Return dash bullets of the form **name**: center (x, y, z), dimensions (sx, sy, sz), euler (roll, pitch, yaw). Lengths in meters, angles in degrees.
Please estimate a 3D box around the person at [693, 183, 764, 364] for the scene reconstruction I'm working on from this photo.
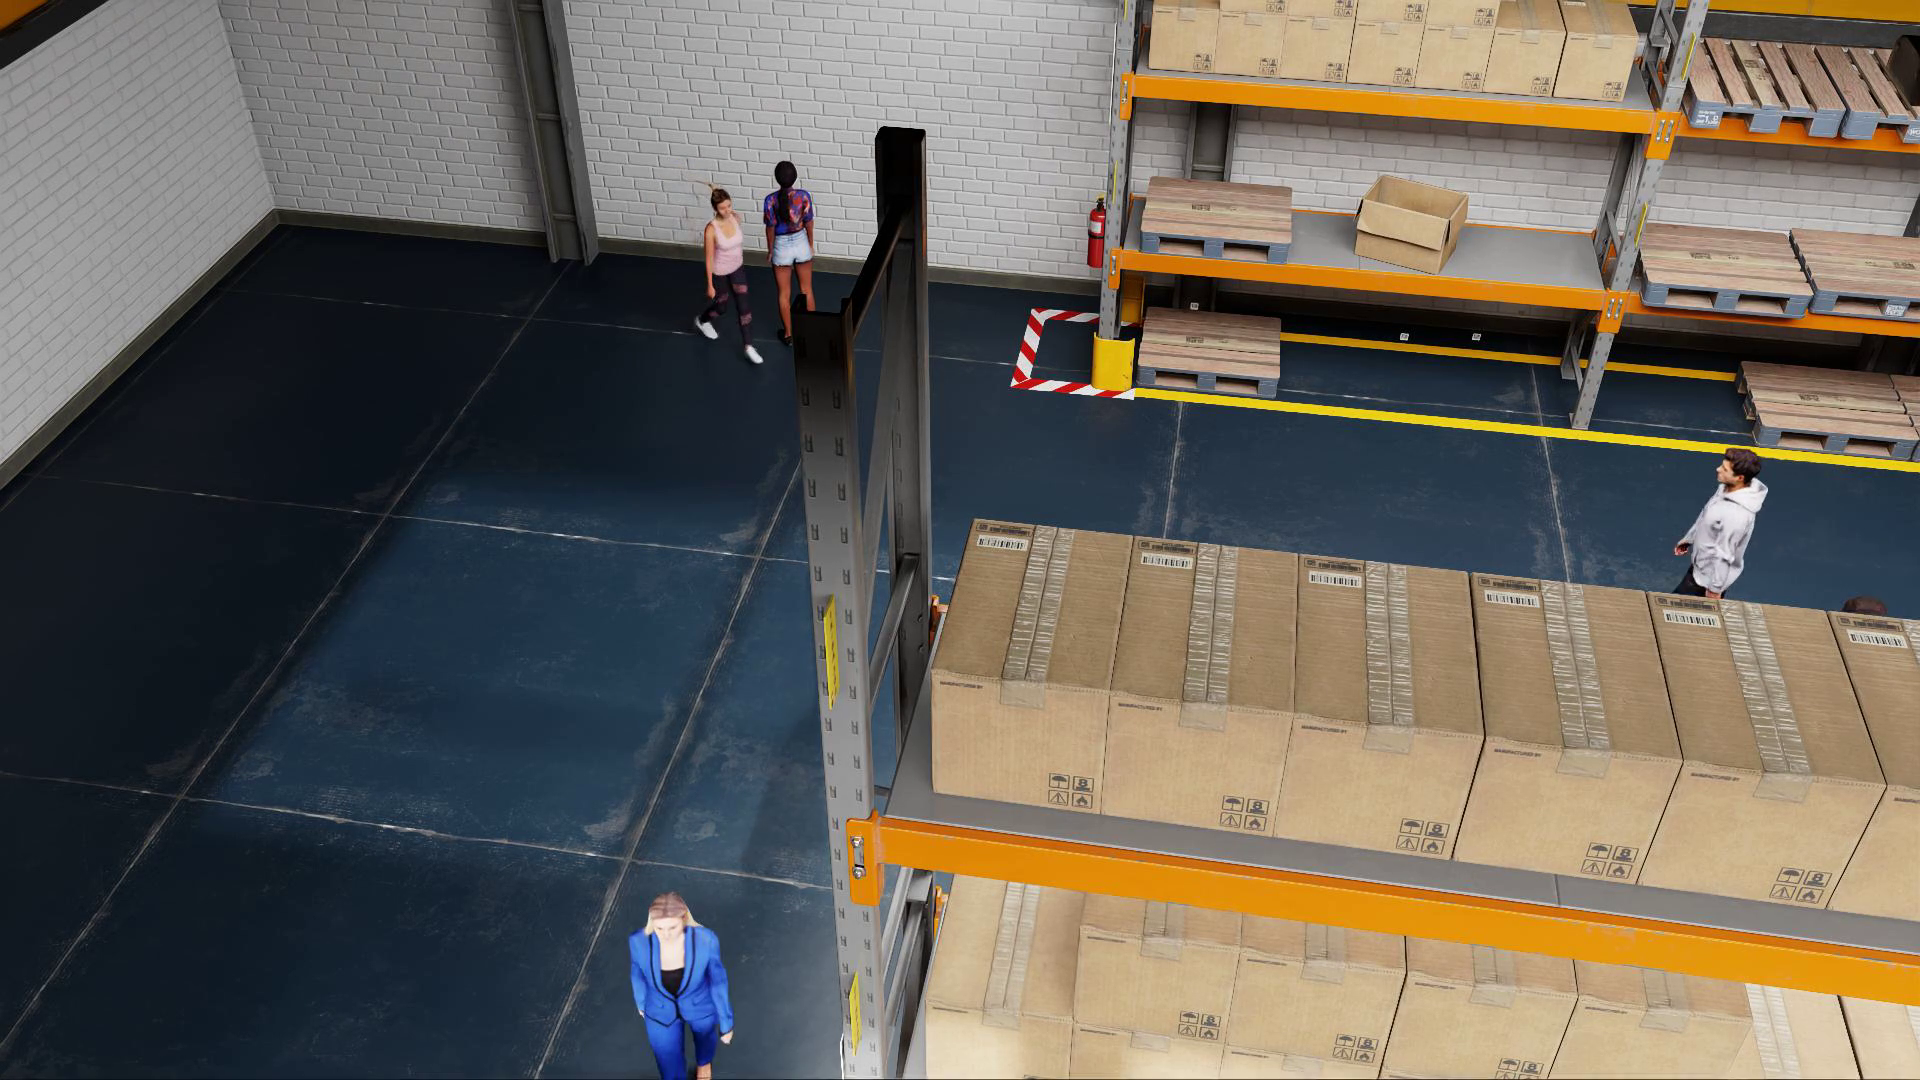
- **person**: center (-2.069, -2.333, 14.352), dimensions (0.991, 1.619, 1.121), euler (-31, 48, -33)

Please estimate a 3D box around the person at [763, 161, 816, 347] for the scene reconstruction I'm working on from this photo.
- **person**: center (-1.470, -2.500, 14.461), dimensions (0.597, 1.743, 0.727), euler (-10, 40, -12)

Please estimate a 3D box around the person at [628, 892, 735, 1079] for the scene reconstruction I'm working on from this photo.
- **person**: center (-1.400, 2.313, 8.492), dimensions (1.038, 1.671, 0.894), euler (-3, 39, -4)

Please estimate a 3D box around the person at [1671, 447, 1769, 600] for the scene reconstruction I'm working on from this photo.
- **person**: center (5.055, 0.206, 10.942), dimensions (0.868, 1.906, 0.799), euler (16, 41, 19)
